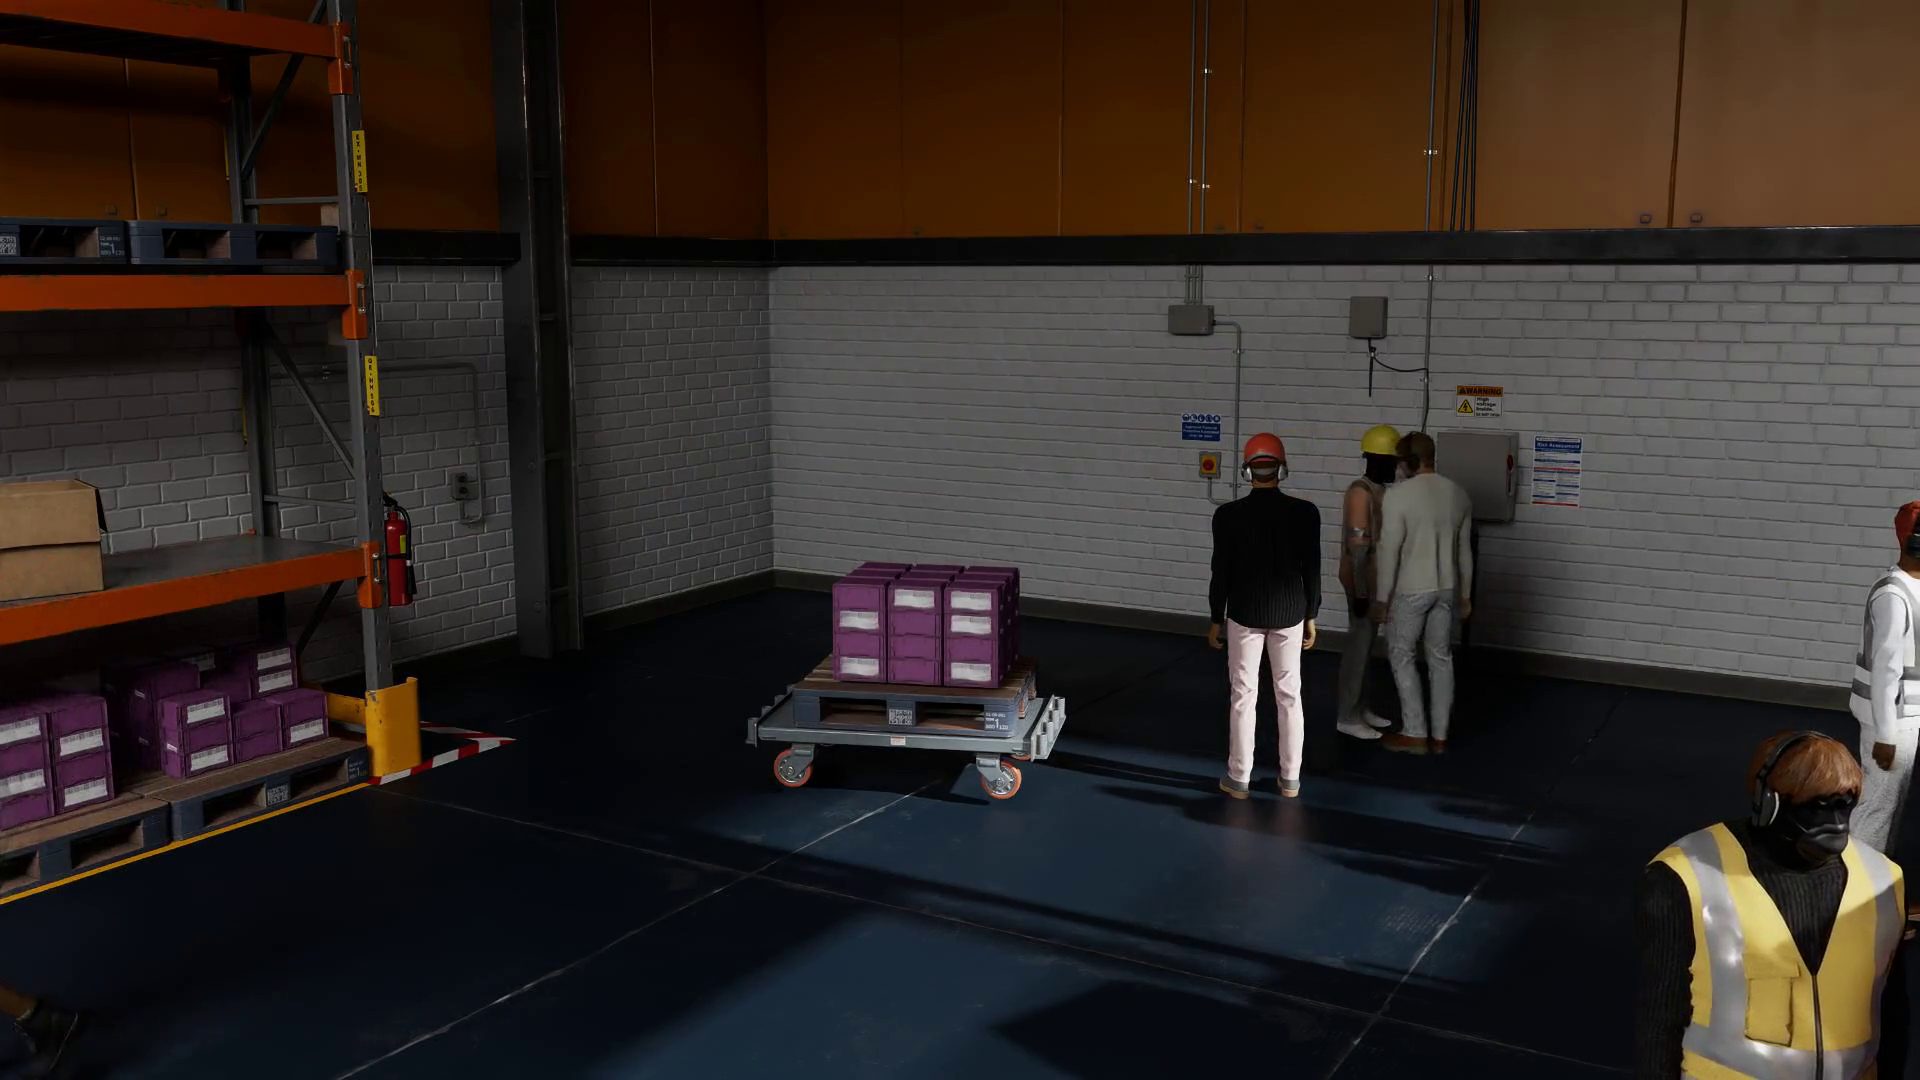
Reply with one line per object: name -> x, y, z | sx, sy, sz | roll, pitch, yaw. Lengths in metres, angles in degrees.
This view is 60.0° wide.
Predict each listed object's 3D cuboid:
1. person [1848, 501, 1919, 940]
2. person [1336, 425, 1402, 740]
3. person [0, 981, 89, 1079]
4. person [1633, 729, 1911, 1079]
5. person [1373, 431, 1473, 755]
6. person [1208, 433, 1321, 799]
person -> 4.032, 0.765, 7.165 | 0.346, 1.878, 0.578 | 7, 12, 38
person -> 2.533, 0.250, 10.224 | 0.387, 1.922, 0.594 | 4, 10, 24
person -> -3.382, 1.001, 5.581 | 0.613, 1.908, 0.582 | -3, 10, -17
person -> 1.854, 1.324, 3.811 | 0.627, 1.837, 0.428 | 0, 9, 0
person -> 2.743, 0.319, 9.846 | 0.677, 1.918, 0.418 | -4, 10, -26
person -> 1.642, 0.414, 9.008 | 0.610, 1.985, 0.393 | 0, 9, -3
